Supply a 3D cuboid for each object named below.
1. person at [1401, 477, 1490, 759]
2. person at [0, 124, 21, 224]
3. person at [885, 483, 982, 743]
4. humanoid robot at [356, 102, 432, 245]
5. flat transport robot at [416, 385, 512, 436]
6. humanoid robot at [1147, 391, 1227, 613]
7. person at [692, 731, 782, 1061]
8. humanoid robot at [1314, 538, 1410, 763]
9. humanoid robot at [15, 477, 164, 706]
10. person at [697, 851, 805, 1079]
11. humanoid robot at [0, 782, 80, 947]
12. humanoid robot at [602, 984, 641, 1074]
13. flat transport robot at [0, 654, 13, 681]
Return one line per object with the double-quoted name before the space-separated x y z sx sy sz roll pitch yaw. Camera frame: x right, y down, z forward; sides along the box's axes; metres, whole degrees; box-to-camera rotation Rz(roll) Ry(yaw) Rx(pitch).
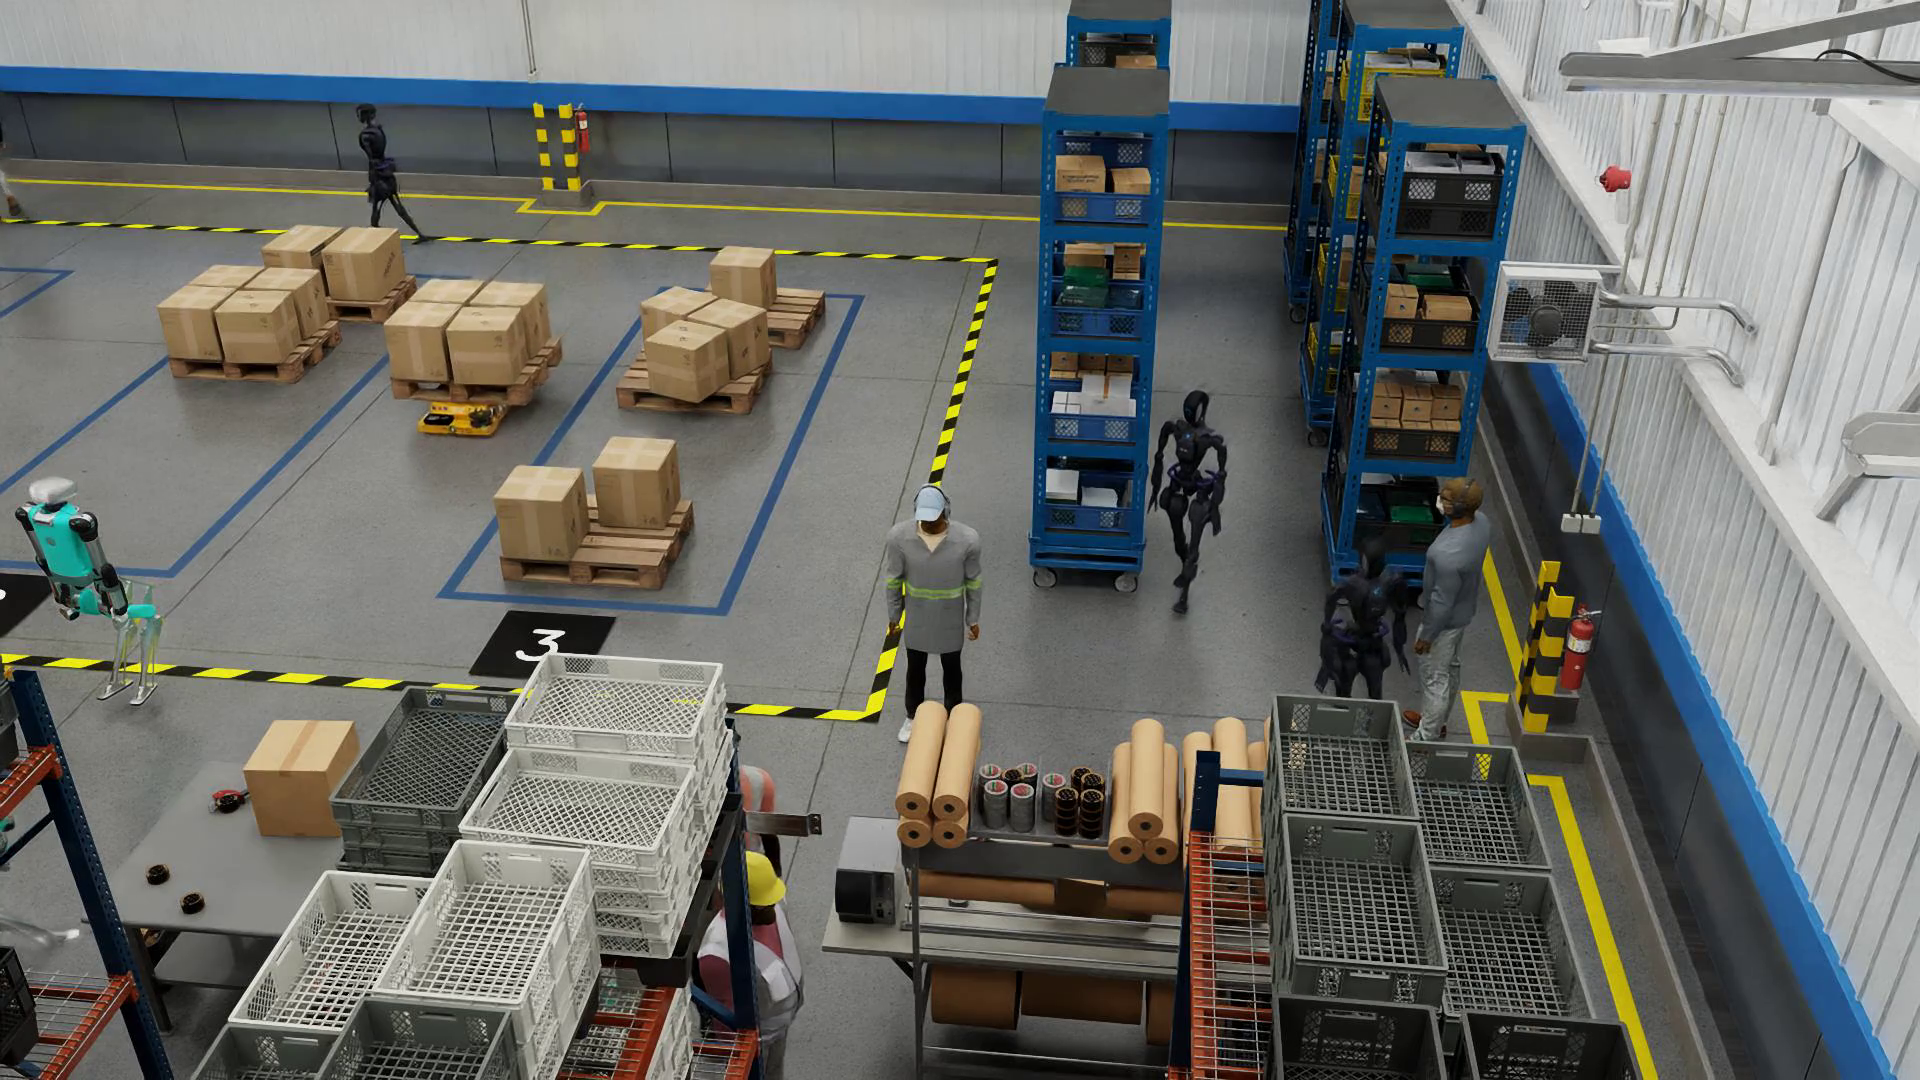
"person" 2.961 0.470 10.207 0.373 1.940 0.630 17 34 27
"person" -11.089 -4.482 18.781 0.471 1.866 0.602 18 35 28
"person" -0.165 0.471 10.290 0.596 1.850 0.397 3 30 5
"humanoid robot" -6.286 -3.954 18.113 0.780 1.628 0.589 -3 30 -4
"flat transport robot" -4.305 -1.349 14.963 0.652 0.197 1.431 3 30 6
"humanoid robot" 1.590 -0.291 11.796 0.589 1.629 0.750 17 34 27
"person" -1.143 1.688 8.102 0.602 1.956 0.398 -12 32 -19
"humanoid robot" 2.453 0.687 10.102 0.613 1.633 0.578 -7 31 -12
"humanoid robot" -5.441 0.259 10.635 0.533 1.677 0.735 8 31 14
"person" -0.896 2.126 7.466 0.404 1.833 0.587 11 32 18
"humanoid robot" -5.293 1.552 8.578 0.973 1.776 0.540 -13 32 -21
"humanoid robot" -1.700 2.079 7.644 0.922 1.764 0.543 -20 36 -30
"flat transport robot" -7.142 0.969 11.010 1.431 0.231 0.659 3 30 6
